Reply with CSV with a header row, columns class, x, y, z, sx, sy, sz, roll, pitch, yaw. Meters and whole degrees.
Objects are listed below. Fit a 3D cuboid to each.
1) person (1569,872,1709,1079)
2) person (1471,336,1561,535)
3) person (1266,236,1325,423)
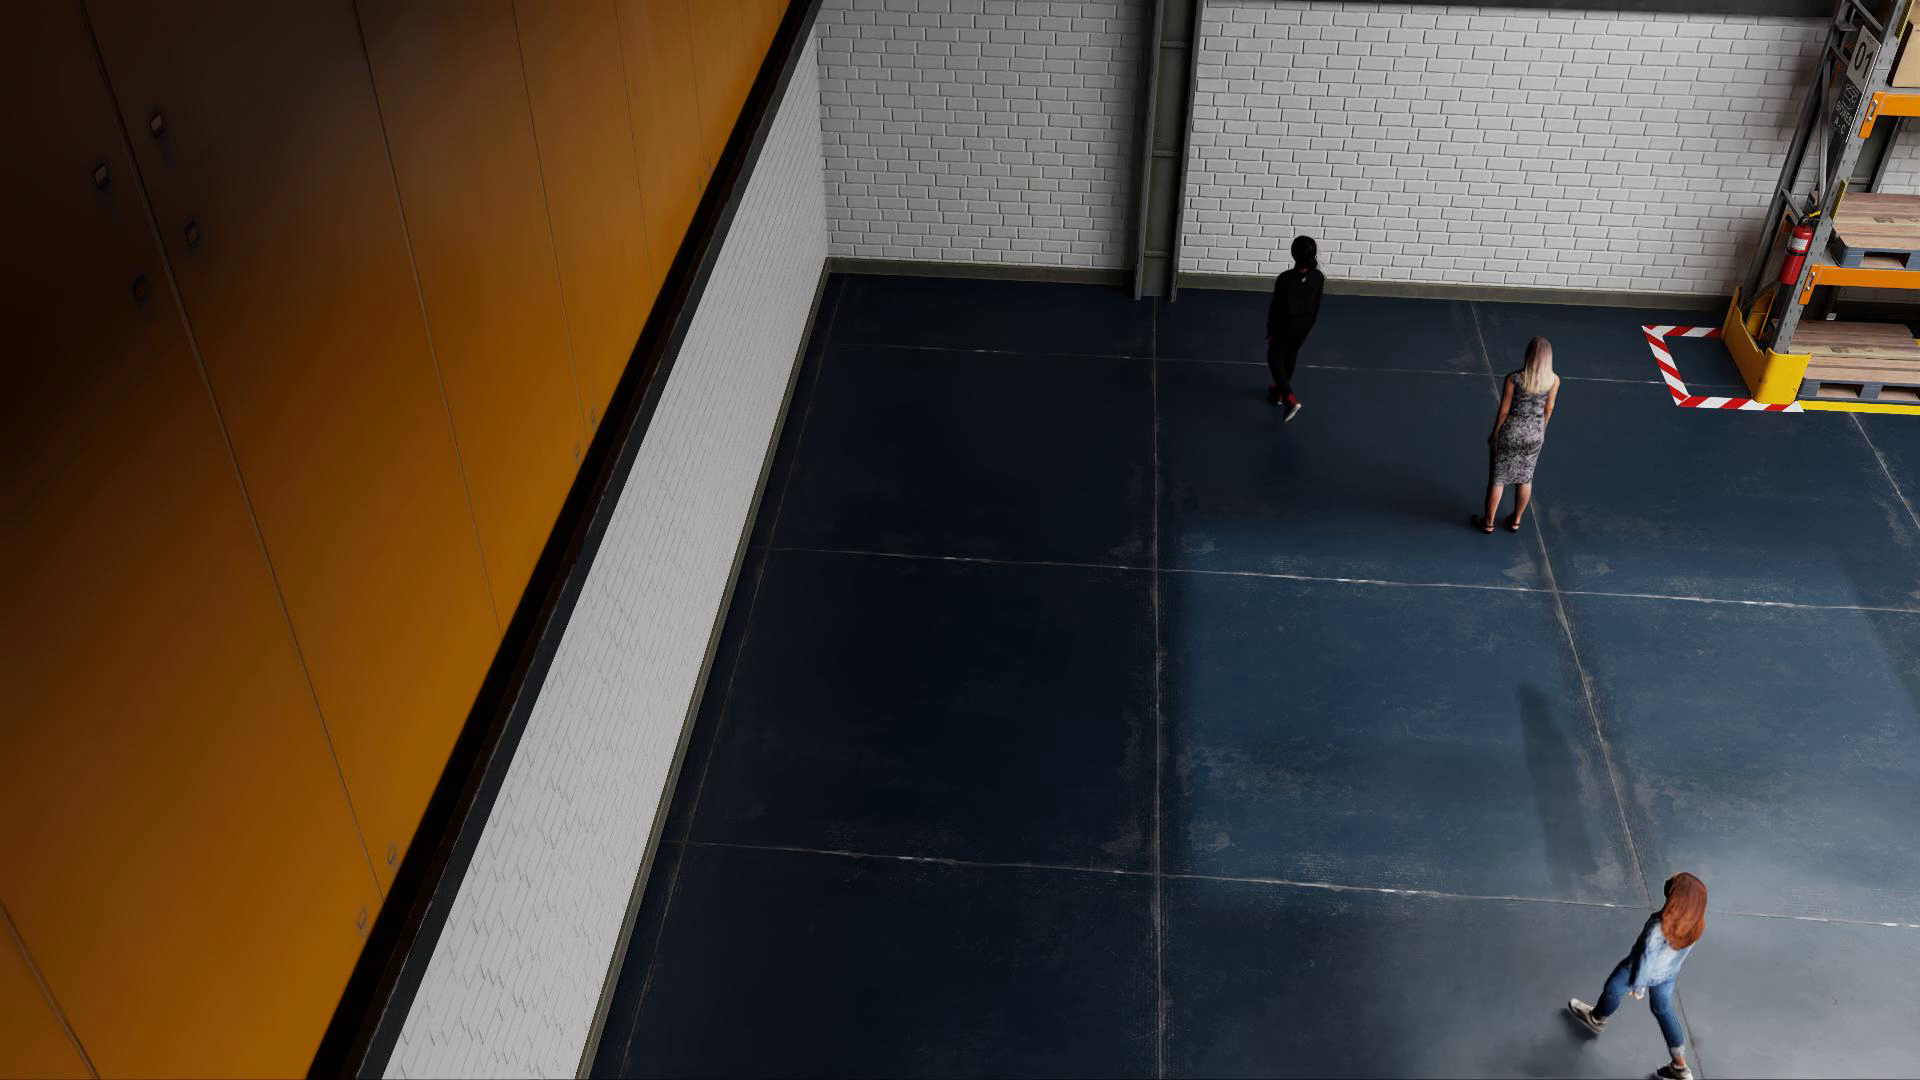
class,x,y,z,sx,sy,sz,roll,pitch,yaw
person,3.781,2.331,8.909,0.993,1.452,0.952,-18,42,-21
person,4.226,-0.775,12.598,0.454,1.703,0.645,0,39,0
person,2.781,-1.744,13.847,0.970,1.659,0.862,-8,39,-10
